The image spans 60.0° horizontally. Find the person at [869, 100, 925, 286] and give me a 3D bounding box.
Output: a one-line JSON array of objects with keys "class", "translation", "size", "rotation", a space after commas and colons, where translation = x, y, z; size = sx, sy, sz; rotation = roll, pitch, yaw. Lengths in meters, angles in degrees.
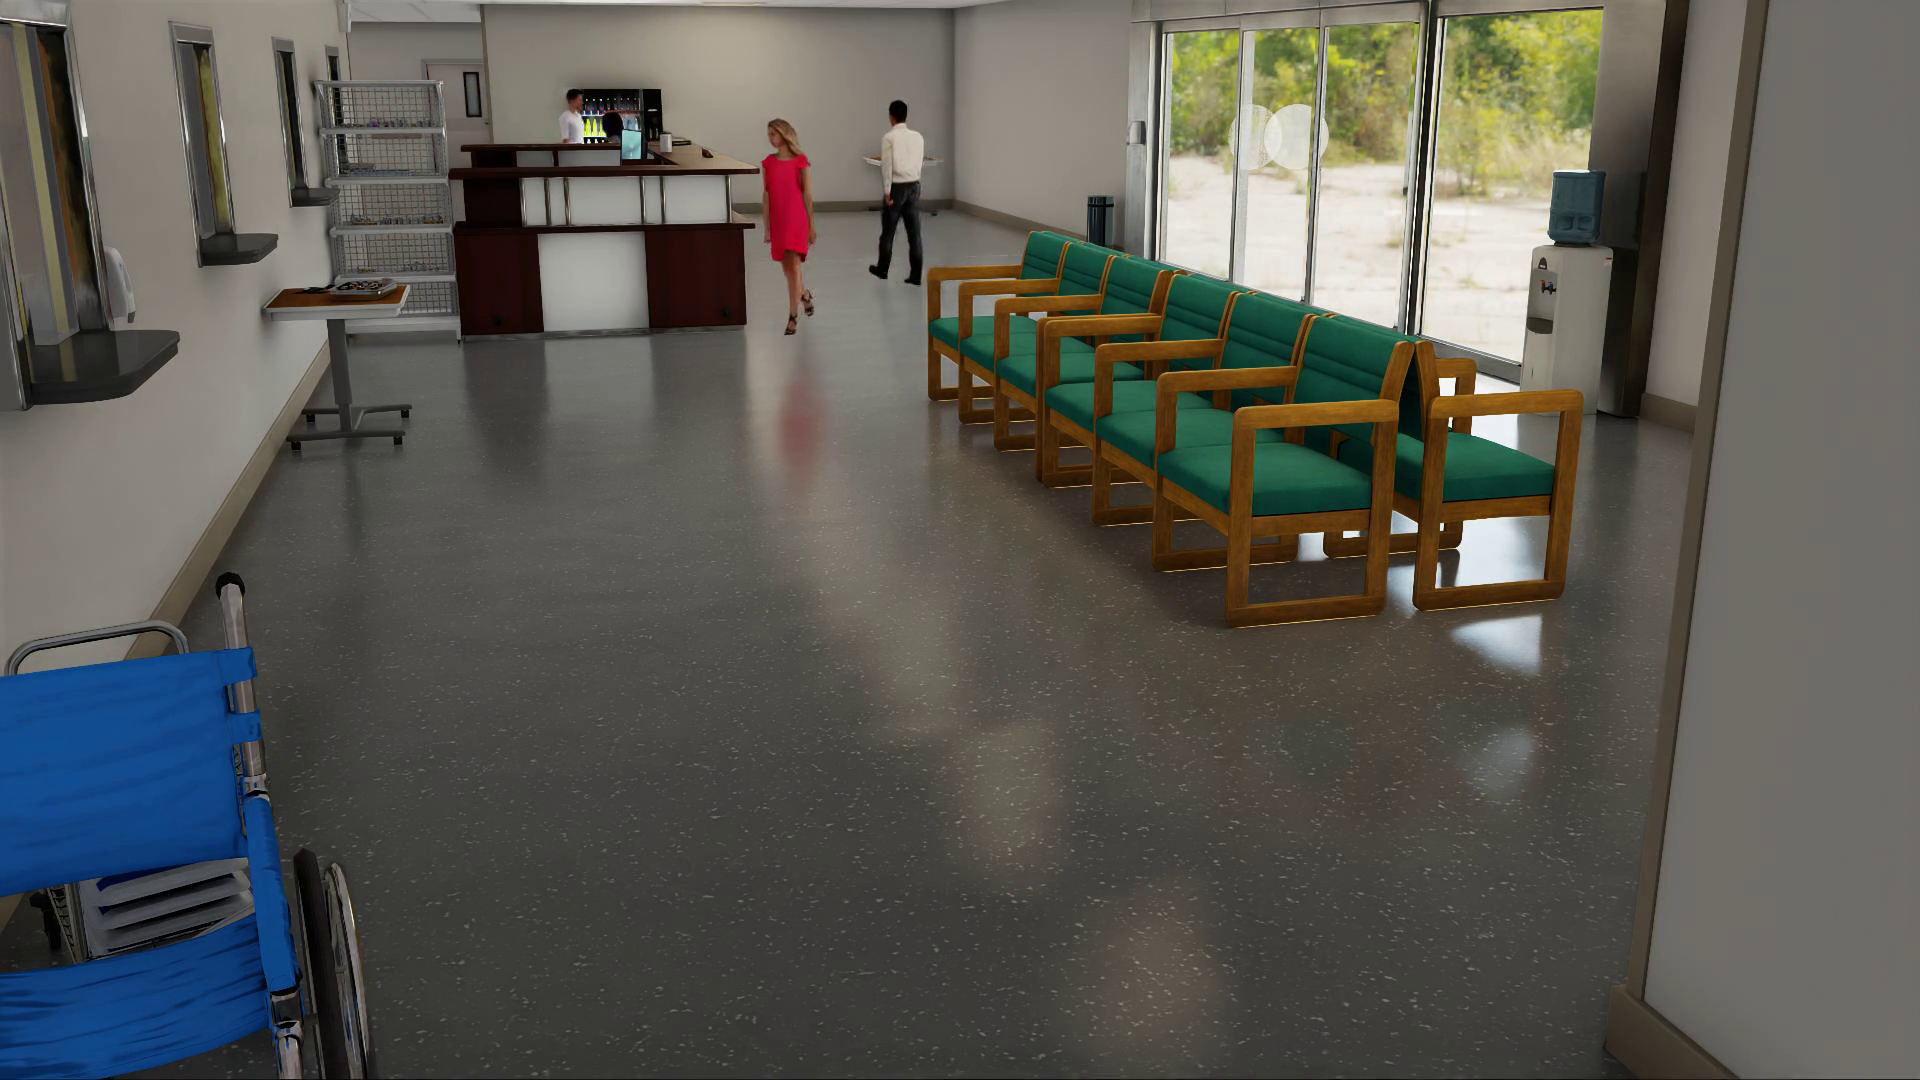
[{"class": "person", "translation": [-0.507, -3.389, 16.393], "size": [1.058, 1.771, 0.899], "rotation": [-9, 18, -28]}]

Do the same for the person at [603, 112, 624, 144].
[{"class": "person", "translation": [-4.055, -4.362, 20.215], "size": [1.067, 1.570, 0.877], "rotation": [3, 16, 9]}]

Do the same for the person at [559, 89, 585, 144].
[{"class": "person", "translation": [-5.444, -5.312, 23.096], "size": [0.930, 1.836, 0.892], "rotation": [5, 17, 18]}]

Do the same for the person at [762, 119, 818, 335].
[{"class": "person", "translation": [-1.363, -2.559, 13.608], "size": [1.061, 1.685, 0.983], "rotation": [4, 16, 13]}]
